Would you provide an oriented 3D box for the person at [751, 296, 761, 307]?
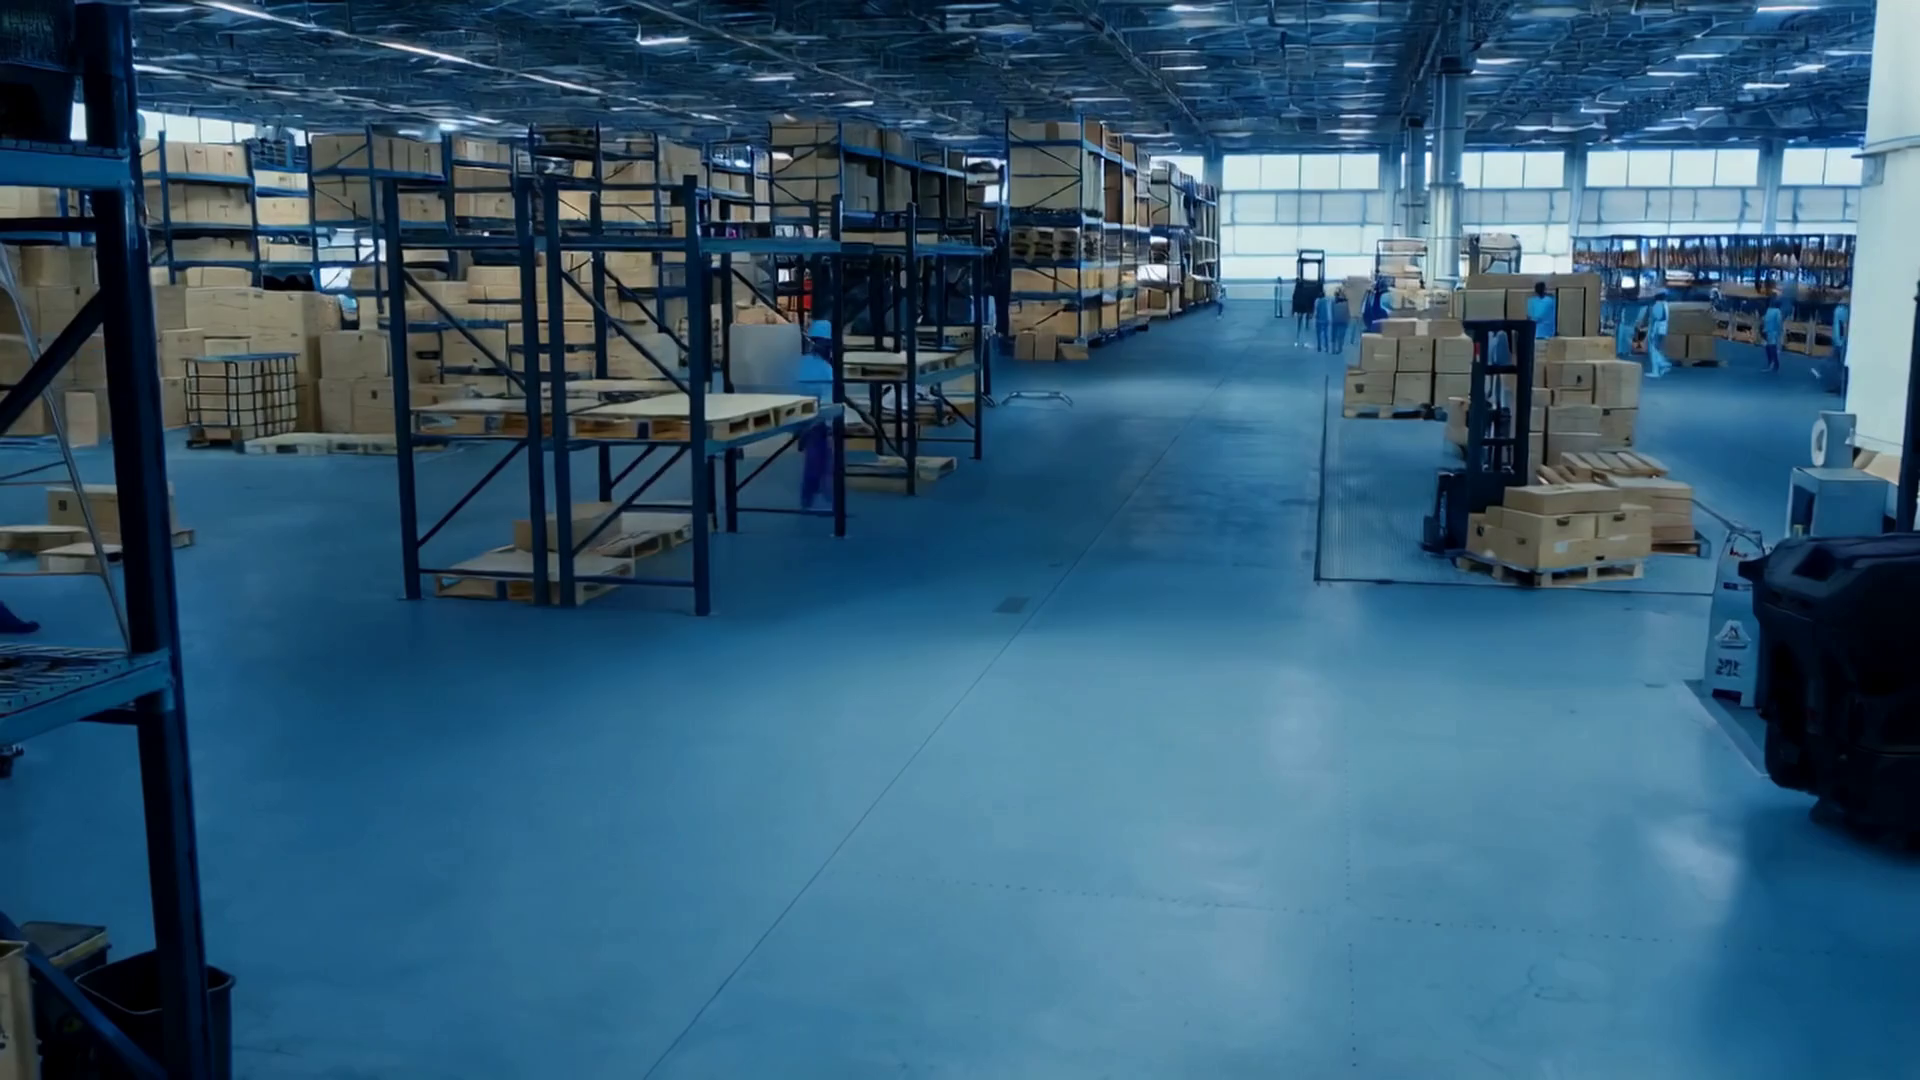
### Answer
[{"bbox_3d":[-4.849,-4.936,39.152,0.547,1.618,0.528,7,12,36],"label":"person"}]

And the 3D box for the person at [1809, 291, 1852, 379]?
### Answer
[{"bbox_3d":[17.956,-4.184,34.073,0.860,1.847,0.528,6,12,34],"label":"person"}]

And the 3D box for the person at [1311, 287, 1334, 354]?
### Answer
[{"bbox_3d":[9.535,-5.775,43.783,0.541,1.727,0.845,1,10,6],"label":"person"}]

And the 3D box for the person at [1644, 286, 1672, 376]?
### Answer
[{"bbox_3d":[14.752,-4.393,35.058,0.499,1.918,0.560,8,12,39],"label":"person"}]

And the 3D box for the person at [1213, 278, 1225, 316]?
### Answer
[{"bbox_3d":[11.431,-10.738,73.405,0.557,1.649,0.862,0,10,0],"label":"person"}]

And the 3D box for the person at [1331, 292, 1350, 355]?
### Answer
[{"bbox_3d":[9.883,-5.630,43.244,0.571,1.619,0.397,-2,10,-14],"label":"person"}]

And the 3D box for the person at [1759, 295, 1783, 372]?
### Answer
[{"bbox_3d":[17.953,-4.563,36.757,0.320,1.693,0.537,0,10,-1],"label":"person"}]

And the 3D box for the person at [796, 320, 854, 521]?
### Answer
[{"bbox_3d":[-1.240,-1.137,15.823,0.791,1.896,0.594,4,10,21],"label":"person"}]

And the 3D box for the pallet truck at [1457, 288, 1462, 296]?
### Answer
[{"bbox_3d":[20.506,-9.785,68.819,0.653,1.274,1.630,2,10,12],"label":"pallet truck"}]

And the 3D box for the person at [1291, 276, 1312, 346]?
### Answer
[{"bbox_3d":[9.772,-6.550,47.620,0.623,1.988,0.392,-2,10,-9],"label":"person"}]

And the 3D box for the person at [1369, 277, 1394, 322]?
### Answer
[{"bbox_3d":[10.467,-5.470,41.078,0.535,2.000,0.684,-7,12,-36],"label":"person"}]

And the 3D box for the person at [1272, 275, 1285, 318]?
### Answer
[{"bbox_3d":[13.436,-10.277,70.204,0.404,1.826,0.591,-7,12,-35],"label":"person"}]

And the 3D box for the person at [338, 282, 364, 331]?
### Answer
[{"bbox_3d":[-15.107,-5.436,41.276,0.592,1.910,0.385,-8,13,-40],"label":"person"}]

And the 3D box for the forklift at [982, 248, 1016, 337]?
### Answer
[{"bbox_3d":[1.076,-7.541,50.861,1.129,2.768,1.873,2,10,12],"label":"forklift"}]

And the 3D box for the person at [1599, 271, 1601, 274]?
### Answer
[{"bbox_3d":[33.878,-13.348,88.292,0.389,1.850,0.567,-1,10,-8],"label":"person"}]

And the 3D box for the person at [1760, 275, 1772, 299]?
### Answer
[{"bbox_3d":[36.162,-11.005,74.678,0.584,1.779,0.974,-1,10,-6],"label":"person"}]

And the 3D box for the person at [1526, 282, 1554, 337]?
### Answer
[{"bbox_3d":[13.207,-4.906,37.956,0.614,1.963,0.362,8,12,38],"label":"person"}]

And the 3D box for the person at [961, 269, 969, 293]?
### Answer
[{"bbox_3d":[0.238,-12.316,81.750,0.376,1.997,0.612,8,12,38],"label":"person"}]

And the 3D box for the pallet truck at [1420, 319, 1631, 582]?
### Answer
[{"bbox_3d":[4.543,-0.757,13.299,0.823,1.965,1.885,-4,10,-22],"label":"pallet truck"}]

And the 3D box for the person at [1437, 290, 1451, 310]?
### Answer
[{"bbox_3d":[11.832,-5.271,40.851,0.540,1.724,0.898,-8,13,-41],"label":"person"}]

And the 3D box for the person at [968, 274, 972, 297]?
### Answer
[{"bbox_3d":[0.607,-11.354,76.535,0.591,1.834,0.404,-2,10,-11],"label":"person"}]

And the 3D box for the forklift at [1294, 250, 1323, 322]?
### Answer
[{"bbox_3d":[13.778,-10.002,65.433,1.129,2.768,1.873,2,10,12],"label":"forklift"}]

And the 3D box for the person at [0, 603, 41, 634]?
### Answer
[{"bbox_3d":[-6.520,-0.254,10.658,0.894,1.898,0.548,-6,11,-31],"label":"person"}]

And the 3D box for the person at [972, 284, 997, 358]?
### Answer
[{"bbox_3d":[0.619,-5.429,41.337,0.622,1.867,0.486,-3,10,-18],"label":"person"}]
